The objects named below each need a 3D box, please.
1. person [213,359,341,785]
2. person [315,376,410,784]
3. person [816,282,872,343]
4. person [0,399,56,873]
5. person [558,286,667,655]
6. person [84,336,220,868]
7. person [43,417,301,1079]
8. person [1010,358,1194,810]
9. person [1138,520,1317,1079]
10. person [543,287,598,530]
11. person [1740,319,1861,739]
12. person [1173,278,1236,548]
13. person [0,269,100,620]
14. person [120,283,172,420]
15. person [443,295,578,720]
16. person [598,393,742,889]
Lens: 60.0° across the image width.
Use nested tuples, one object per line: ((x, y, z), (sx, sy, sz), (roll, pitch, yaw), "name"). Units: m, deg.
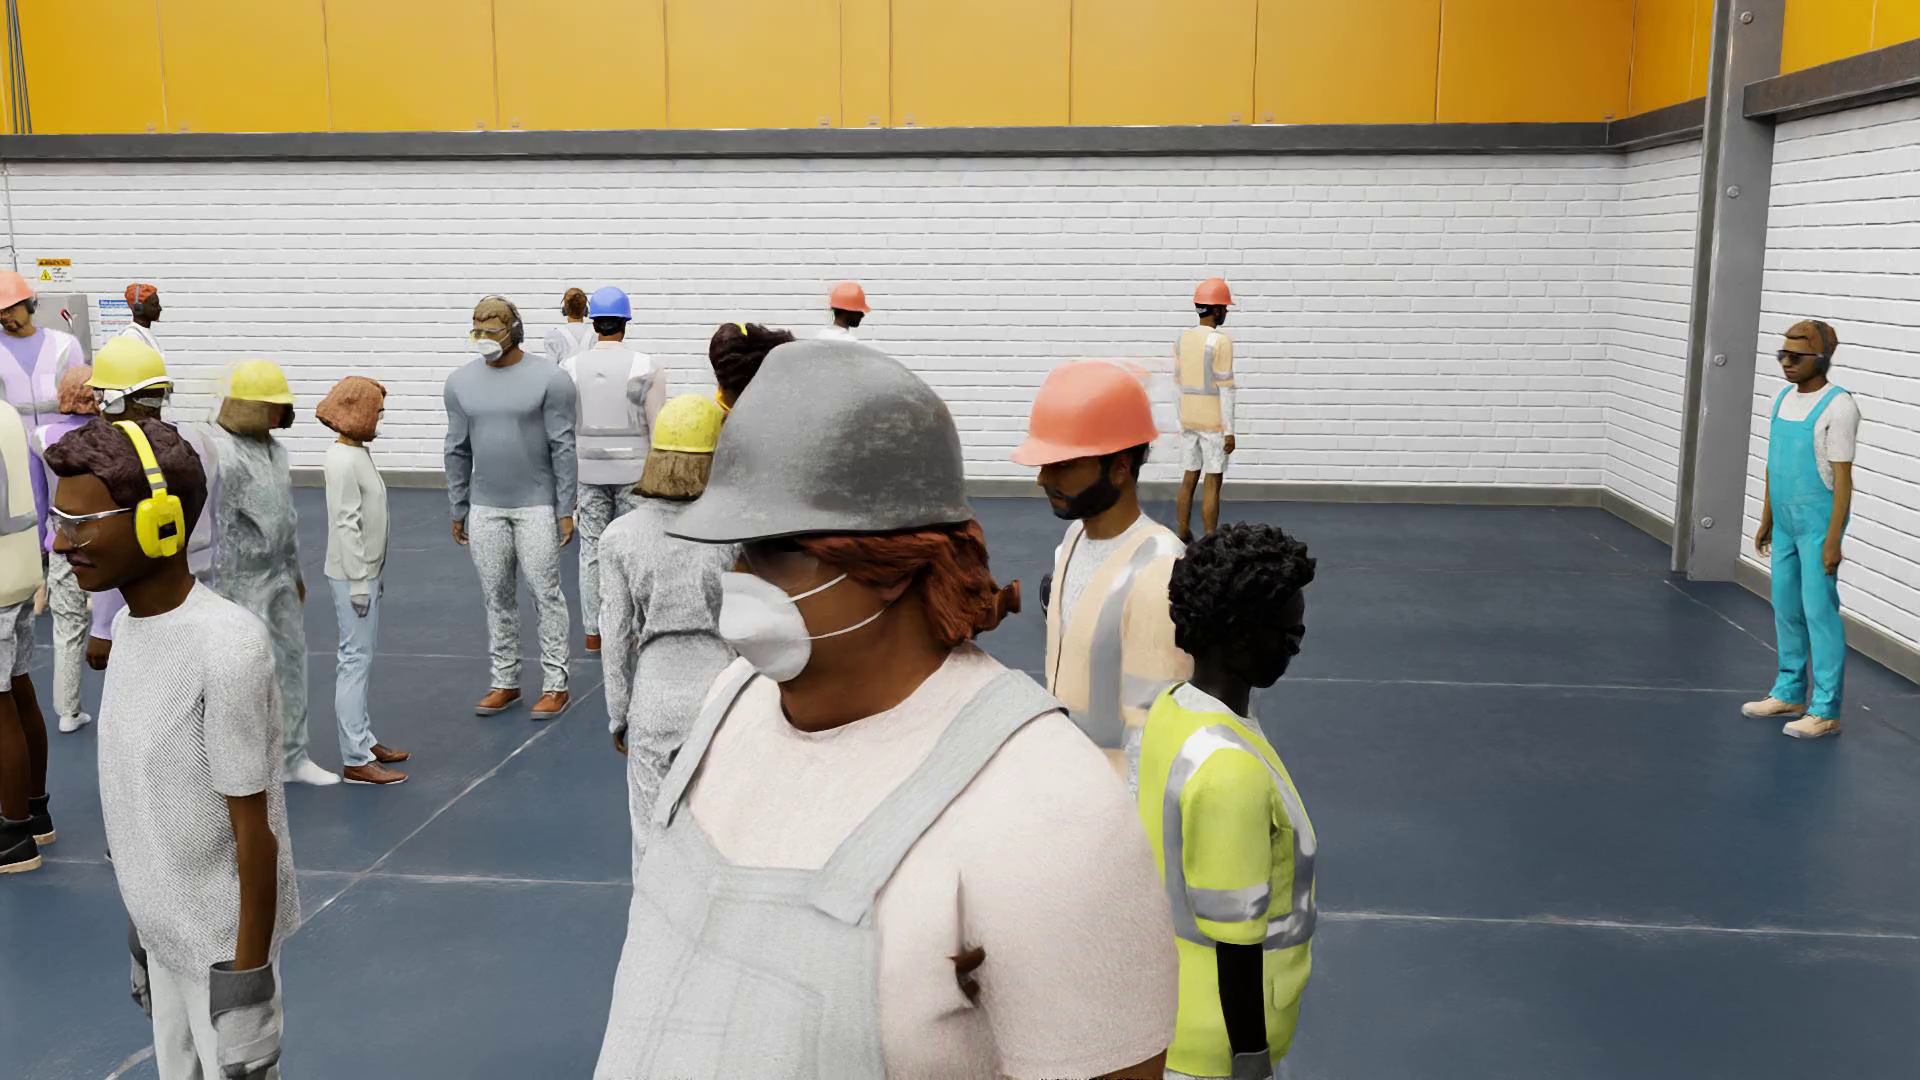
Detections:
((-2.814, 0.148, 6.484), (0.581, 1.719, 0.511), (1, 10, 5), "person")
((-2.402, 0.156, 6.686), (0.284, 1.633, 0.498), (-3, 10, -14), "person")
((-0.835, -0.878, 11.864), (0.533, 1.890, 0.703), (9, 13, 41), "person")
((-3.352, 0.164, 5.686), (0.363, 1.965, 0.607), (-3, 10, -15), "person")
((-1.801, -0.349, 8.711), (0.606, 1.939, 0.416), (1, 10, 6), "person")
((-2.801, 0.219, 5.749), (0.403, 1.834, 0.587), (2, 10, 11), "person")
((-1.302, 0.719, 2.839), (0.510, 1.857, 0.324), (9, 13, 42), "person")
((0.213, 0.584, 3.469), (0.843, 1.901, 0.570), (-3, 10, -17), "person")
((0.427, 0.807, 2.787), (0.319, 1.693, 0.533), (-1, 10, -4), "person")
((-2.892, -0.993, 12.657), (0.507, 1.845, 0.339), (-3, 10, -19), "person")
((3.708, -0.051, 7.327), (0.367, 1.834, 0.518), (-1, 10, -7), "person")
((1.676, -0.792, 11.244), (0.361, 1.938, 0.545), (-7, 12, -33), "person")
((-5.261, -0.529, 9.521), (0.705, 2.021, 0.462), (-8, 13, -38), "person")
((-5.937, -0.926, 12.164), (0.339, 1.882, 0.584), (-3, 10, -18), "person")
((-2.040, -0.144, 7.574), (0.636, 1.928, 0.384), (2, 10, 9), "person")
((-0.728, 0.470, 4.575), (0.492, 1.742, 0.320), (1, 10, 4), "person")
